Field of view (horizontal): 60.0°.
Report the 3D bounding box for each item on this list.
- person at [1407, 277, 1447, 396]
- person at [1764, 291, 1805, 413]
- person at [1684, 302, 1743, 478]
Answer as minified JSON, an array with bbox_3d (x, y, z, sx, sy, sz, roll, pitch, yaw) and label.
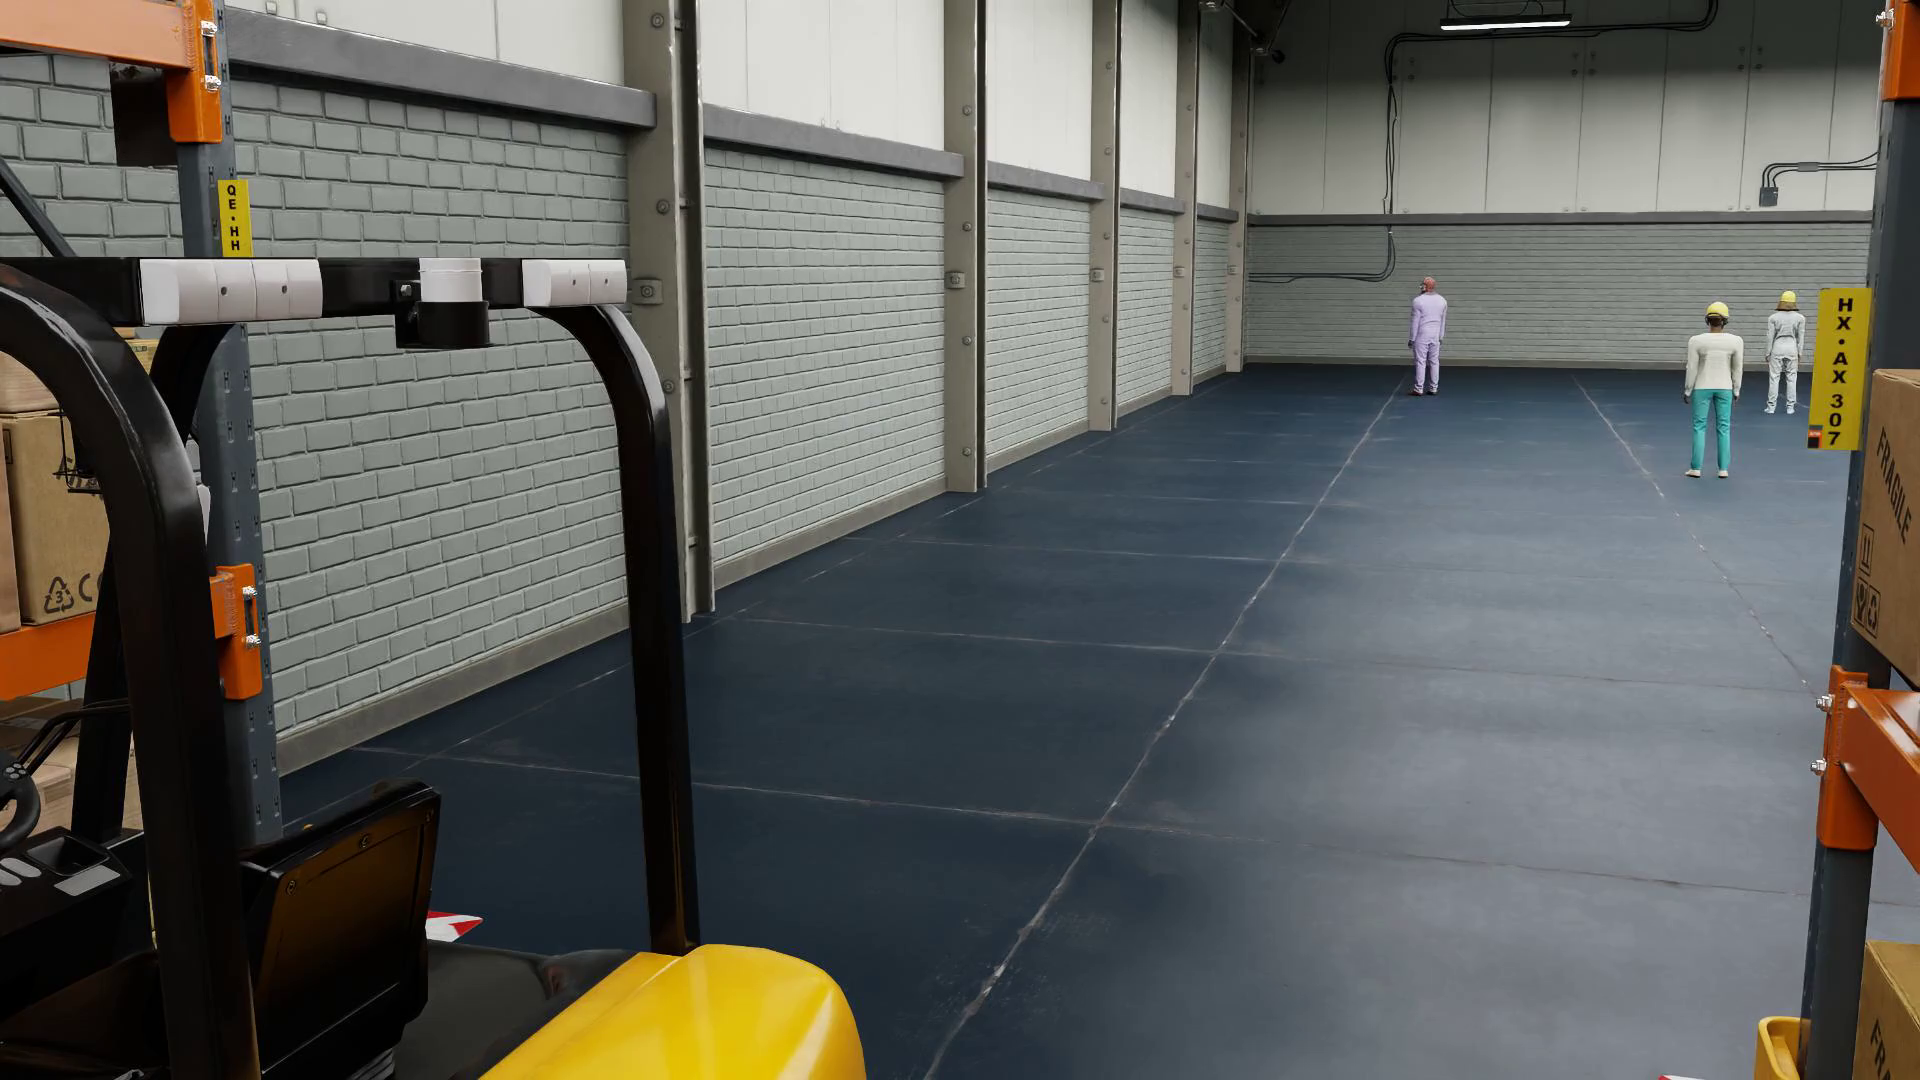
[{"bbox_3d":[7.506,-3.272,26.812,0.645,1.913,0.409,-4,10,-22],"label":"person"},{"bbox_3d":[11.772,-2.676,23.763,0.492,1.743,0.295,3,10,17],"label":"person"},{"bbox_3d":[7.542,-1.497,16.680,0.533,1.764,0.322,2,10,12],"label":"person"}]
